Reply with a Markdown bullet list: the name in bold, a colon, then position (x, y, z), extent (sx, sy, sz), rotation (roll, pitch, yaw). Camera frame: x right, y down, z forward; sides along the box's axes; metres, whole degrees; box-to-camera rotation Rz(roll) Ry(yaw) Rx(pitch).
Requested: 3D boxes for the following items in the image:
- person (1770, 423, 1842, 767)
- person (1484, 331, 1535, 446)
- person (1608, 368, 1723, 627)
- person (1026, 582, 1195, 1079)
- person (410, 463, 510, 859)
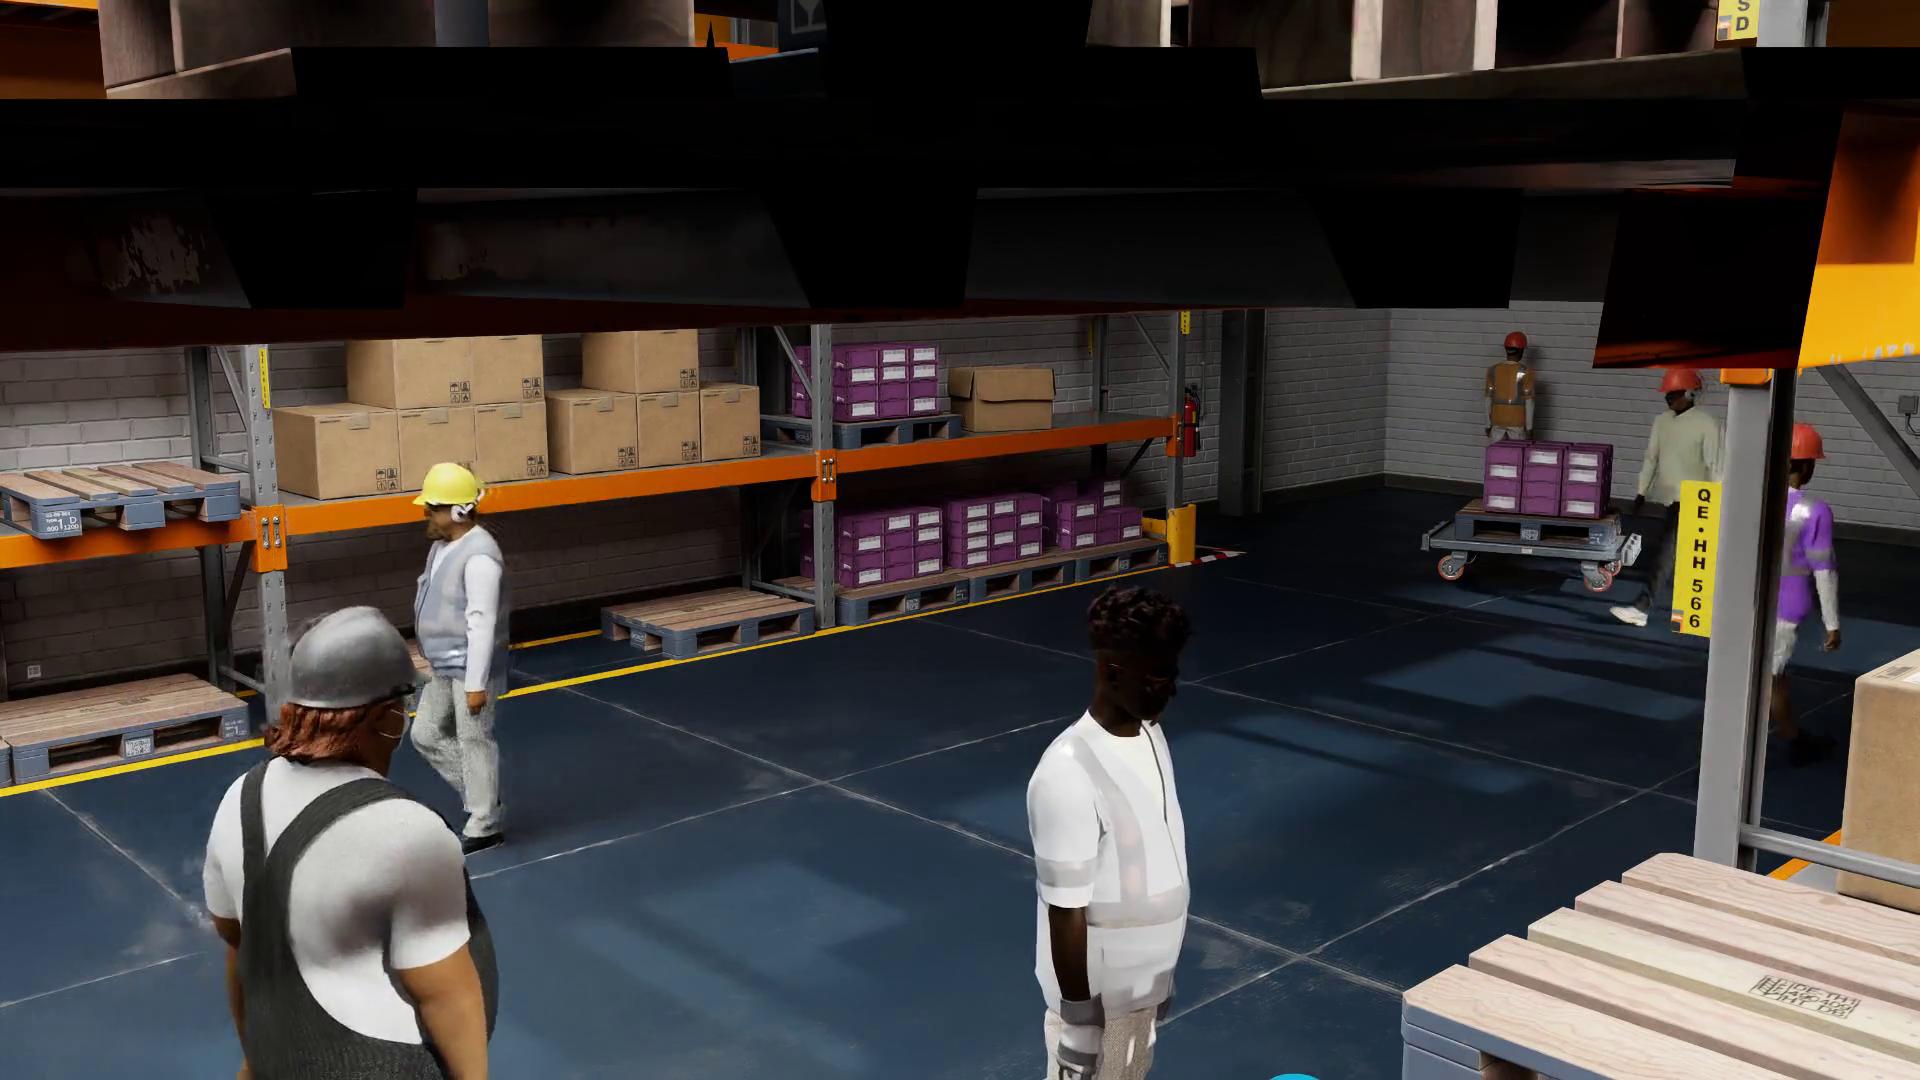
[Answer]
- **person**: position (4.285, 0.336, 8.644), extent (1.012, 1.879, 0.563), rotation (-4, 11, -24)
- **person**: position (5.908, -1.267, 17.857), extent (0.549, 1.936, 0.377), rotation (9, 13, 43)
- **person**: position (5.346, -0.329, 12.374), extent (1.085, 1.925, 0.601), rotation (-2, 10, -14)
- **person**: position (0.381, 1.070, 4.110), extent (0.368, 1.960, 0.602), rotation (4, 11, 24)
- **person**: position (-2.258, 0.554, 7.529), extent (0.425, 1.821, 0.617), rotation (-7, 12, -34)
